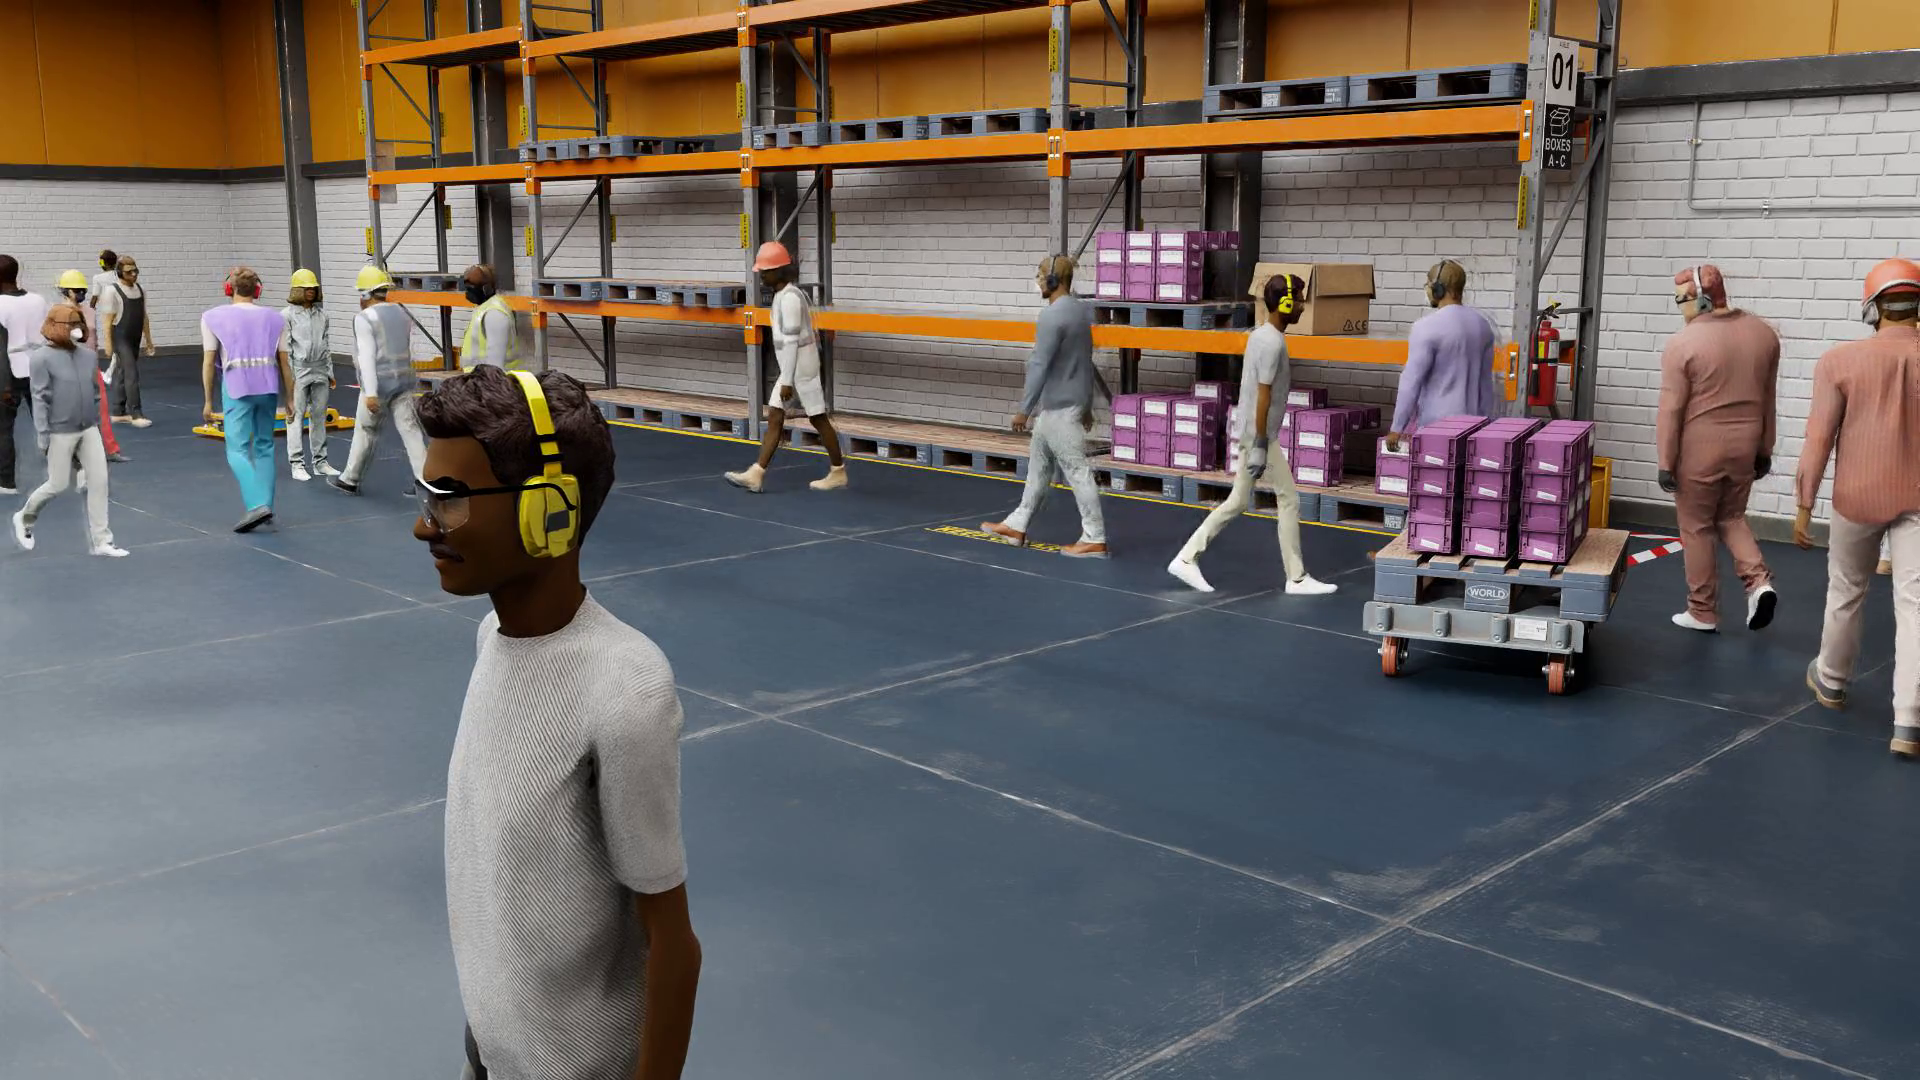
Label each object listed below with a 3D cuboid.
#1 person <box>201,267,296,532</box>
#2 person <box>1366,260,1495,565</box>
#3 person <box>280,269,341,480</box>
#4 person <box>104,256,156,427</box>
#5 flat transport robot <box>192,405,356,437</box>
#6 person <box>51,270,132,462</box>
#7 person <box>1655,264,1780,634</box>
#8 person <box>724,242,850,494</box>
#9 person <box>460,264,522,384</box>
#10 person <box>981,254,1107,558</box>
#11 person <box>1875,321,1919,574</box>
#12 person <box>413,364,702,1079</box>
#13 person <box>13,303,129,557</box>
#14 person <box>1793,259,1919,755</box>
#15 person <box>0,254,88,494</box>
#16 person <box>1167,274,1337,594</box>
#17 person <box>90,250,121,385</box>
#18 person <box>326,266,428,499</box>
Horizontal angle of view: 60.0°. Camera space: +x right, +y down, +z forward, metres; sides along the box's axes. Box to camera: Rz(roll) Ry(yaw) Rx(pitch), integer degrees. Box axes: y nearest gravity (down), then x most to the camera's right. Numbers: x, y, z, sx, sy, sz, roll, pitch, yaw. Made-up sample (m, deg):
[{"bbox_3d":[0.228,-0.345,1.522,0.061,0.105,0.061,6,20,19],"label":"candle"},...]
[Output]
[{"bbox_3d":[-4.872,-0.971,11.490,0.596,1.812,0.649,-9,14,-40],"label":"person"},{"bbox_3d":[2.841,-0.676,9.693,0.634,1.893,1.029,-9,13,-39],"label":"person"},{"bbox_3d":[-5.416,-1.376,13.859,0.297,1.745,0.484,6,12,29],"label":"person"},{"bbox_3d":[-8.884,-2.102,17.700,0.674,1.807,0.525,2,11,12],"label":"person"},{"bbox_3d":[-7.023,-1.227,17.063,0.652,0.197,1.431,8,13,38],"label":"flat transport robot"},{"bbox_3d":[-7.915,-1.549,14.880,0.922,1.725,0.537,4,11,22],"label":"person"},{"bbox_3d":[3.787,-0.432,8.336,0.677,1.881,0.501,-2,11,-11],"label":"person"},{"bbox_3d":[-1.335,-1.319,12.954,1.059,1.958,0.610,-4,11,-20],"label":"person"},{"bbox_3d":[-3.399,-1.134,12.365,0.650,1.819,0.677,-4,11,-20],"label":"person"},{"bbox_3d":[0.521,-0.837,10.505,0.975,1.895,0.639,3,11,18],"label":"person"},{"bbox_3d":[5.648,-0.662,9.703,0.429,1.839,0.633,2,11,8],"label":"person"},{"bbox_3d":[-0.527,0.709,2.146,0.317,1.870,0.531,-8,13,-36],"label":"person"},{"bbox_3d":[-5.654,-0.688,10.480,0.715,1.609,0.506,4,11,20],"label":"person"},{"bbox_3d":[3.761,-0.158,6.738,0.699,1.920,1.057,4,11,19],"label":"person"},{"bbox_3d":[-7.249,-1.278,12.949,0.889,1.889,0.598,3,11,14],"label":"person"},{"bbox_3d":[1.637,-0.583,9.351,0.924,1.823,0.549,-1,10,-3],"label":"person"},{"bbox_3d":[-11.235,-2.901,21.975,0.995,1.812,0.514,6,12,31],"label":"person"},{"bbox_3d":[-4.471,-1.202,12.811,0.940,1.777,0.615,4,11,22],"label":"person"}]
